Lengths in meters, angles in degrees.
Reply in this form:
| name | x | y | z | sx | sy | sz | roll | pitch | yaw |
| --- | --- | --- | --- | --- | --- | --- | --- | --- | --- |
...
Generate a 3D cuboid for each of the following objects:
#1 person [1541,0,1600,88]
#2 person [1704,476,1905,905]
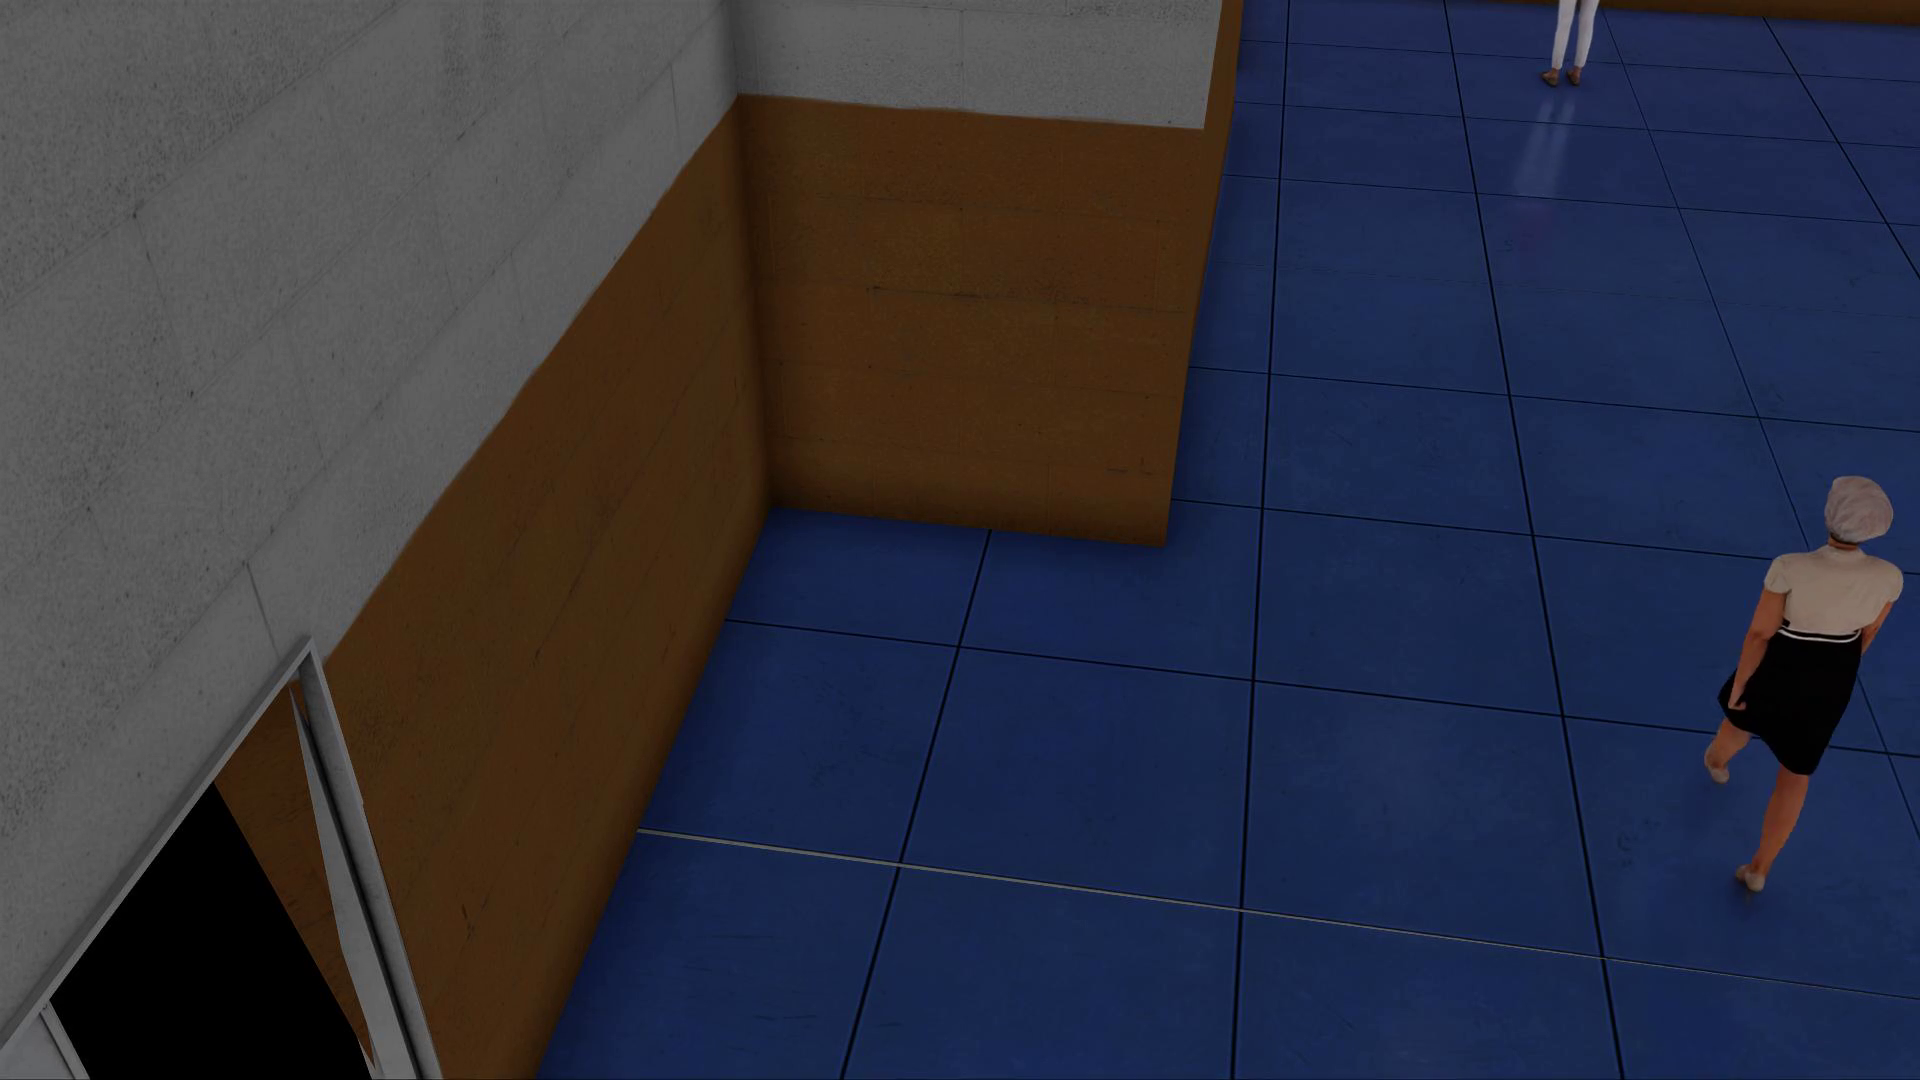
| name | x | y | z | sx | sy | sz | roll | pitch | yaw |
| --- | --- | --- | --- | --- | --- | --- | --- | --- | --- |
| person | 4.697 | -4.258 | 12.511 | 0.528 | 1.695 | 0.632 | 2 | 37 | 2 |
| person | 3.050 | 0.593 | 6.039 | 1.052 | 1.707 | 0.763 | 10 | 38 | 13 |
